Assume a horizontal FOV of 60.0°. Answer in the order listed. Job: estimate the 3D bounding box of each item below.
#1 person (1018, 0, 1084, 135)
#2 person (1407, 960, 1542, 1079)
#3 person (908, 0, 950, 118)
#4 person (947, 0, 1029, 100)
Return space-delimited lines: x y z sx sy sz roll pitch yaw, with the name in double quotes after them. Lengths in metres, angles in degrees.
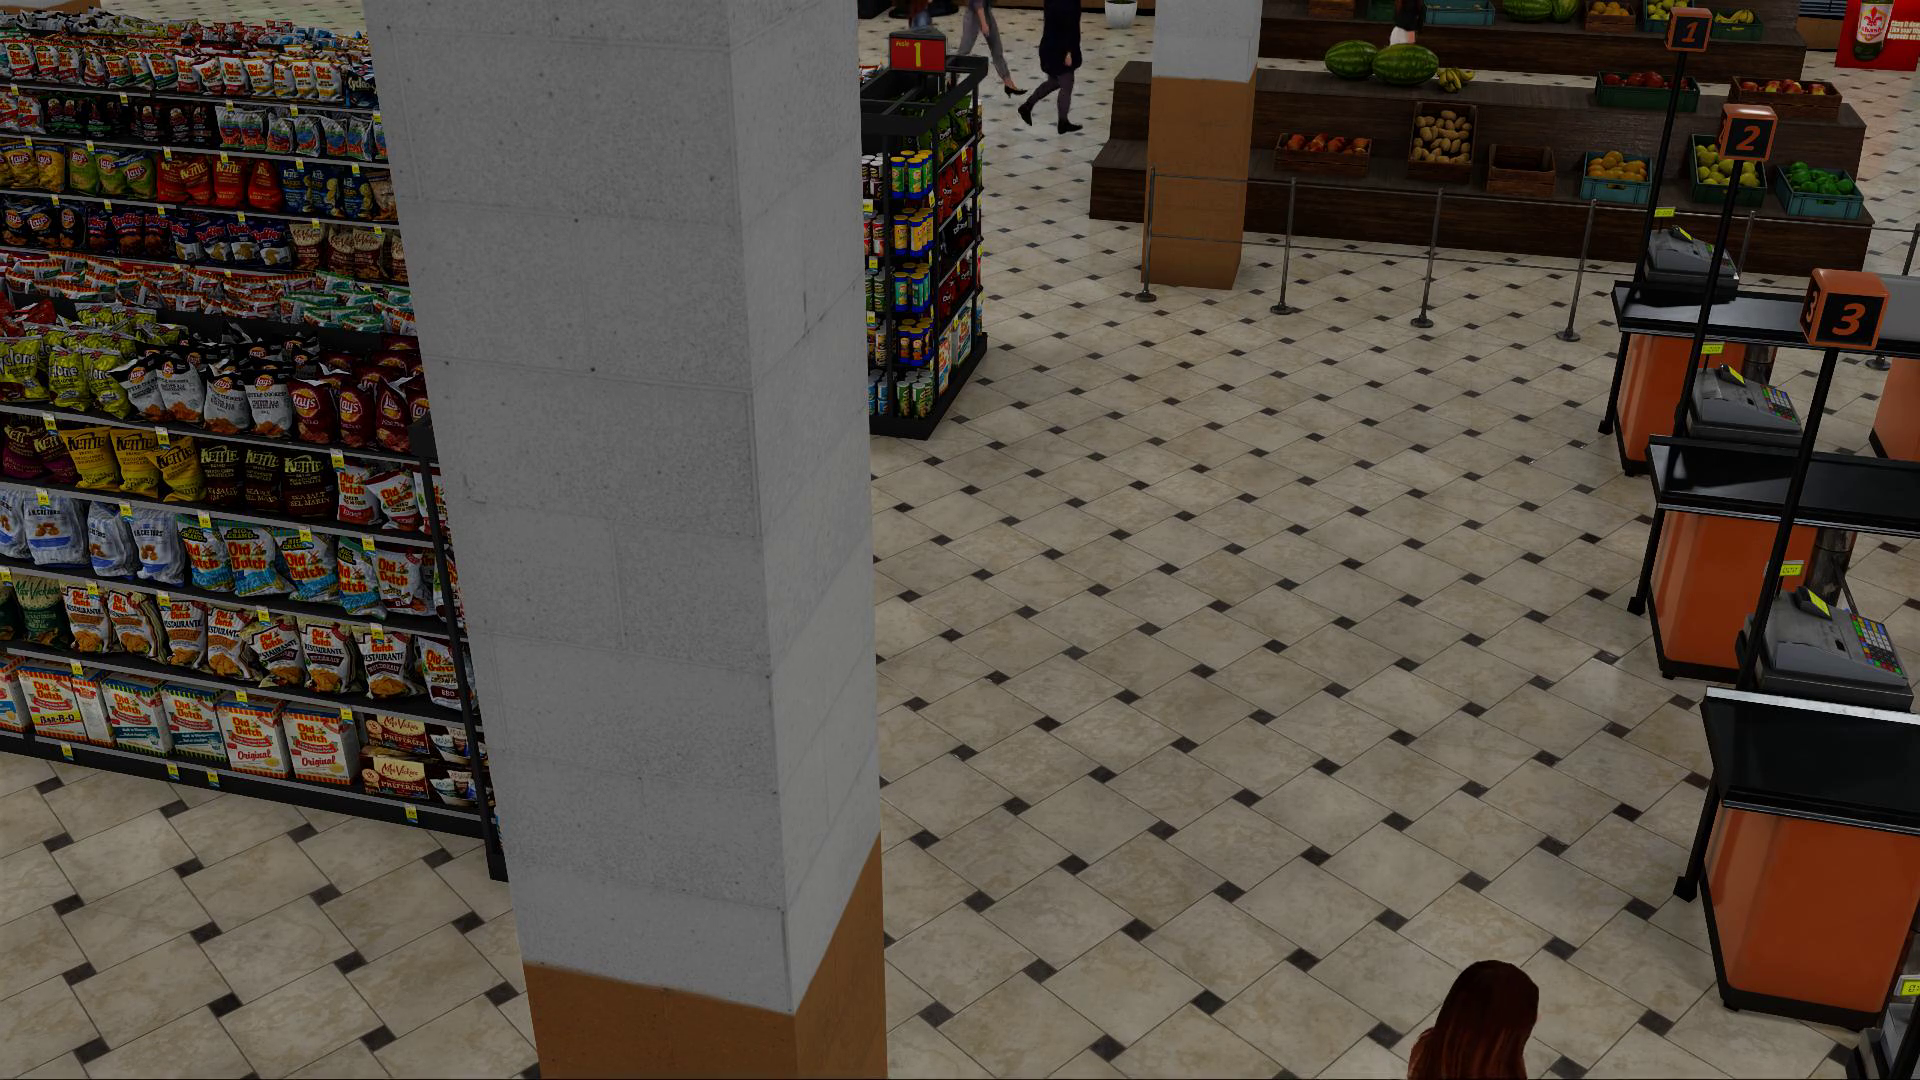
0.883 -4.736 16.052 1.026 1.663 0.912 -8 30 -14 "person"
1.153 1.745 4.129 1.057 1.714 0.842 -4 29 -8 "person"
-0.441 -4.641 16.102 1.017 1.448 0.826 -6 29 -10 "person"
0.116 -5.353 17.231 1.157 1.616 0.749 12 31 21 "person"
